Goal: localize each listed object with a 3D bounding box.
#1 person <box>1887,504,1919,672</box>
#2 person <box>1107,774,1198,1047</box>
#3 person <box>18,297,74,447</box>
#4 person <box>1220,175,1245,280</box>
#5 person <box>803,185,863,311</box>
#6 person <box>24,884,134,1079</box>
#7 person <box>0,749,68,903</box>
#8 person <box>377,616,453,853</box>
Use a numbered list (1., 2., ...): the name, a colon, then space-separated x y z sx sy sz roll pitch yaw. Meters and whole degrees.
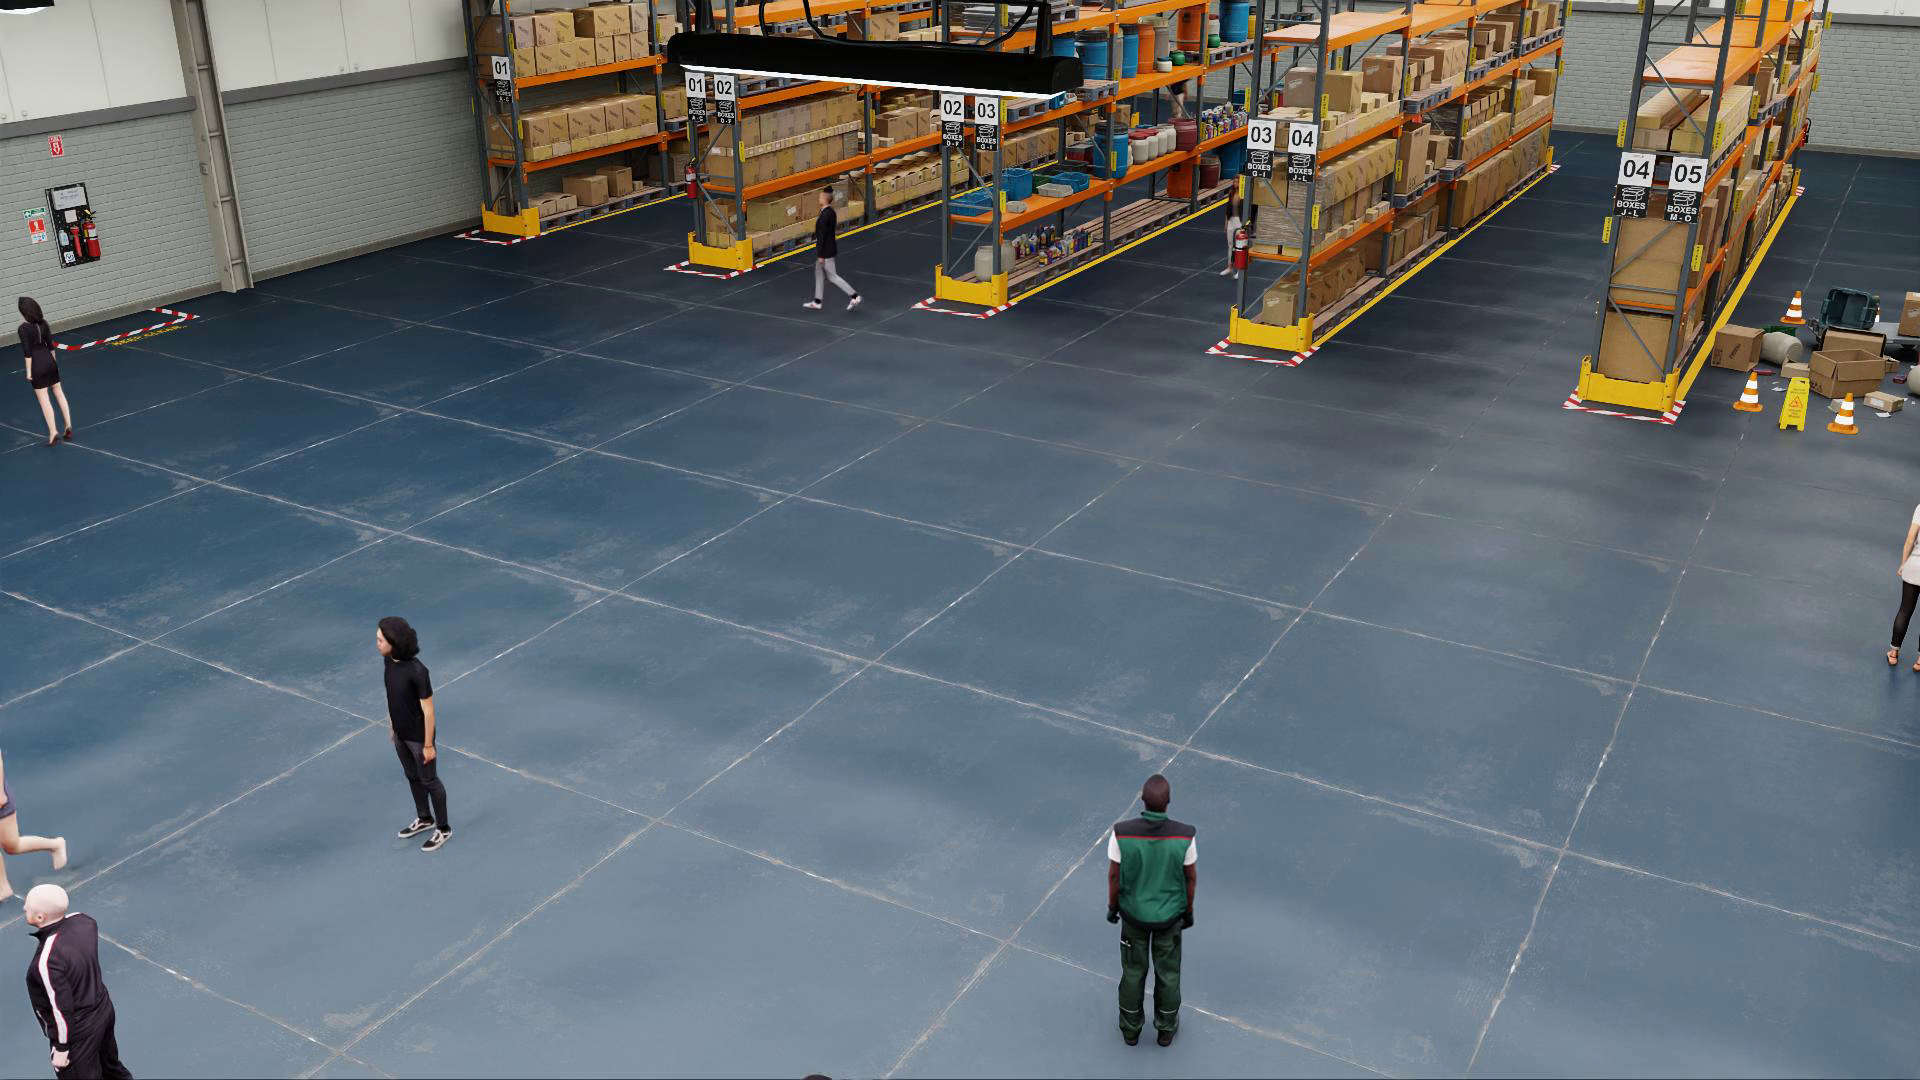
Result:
1. person: 8.463 0.267 14.534 0.656 1.825 0.594 19 30 38
2. person: 1.146 2.215 9.934 0.773 1.839 0.754 3 23 6
3. person: -11.012 -2.033 19.970 0.686 1.804 0.499 7 24 17
4. person: 4.600 -5.207 27.563 0.656 1.701 0.599 20 30 39
5. person: -1.943 -4.438 25.477 1.066 1.919 1.242 3 23 7
6. person: -4.719 2.632 8.956 0.818 1.837 0.723 -2 23 -6
7. person: -6.573 1.717 11.376 0.663 1.627 0.872 9 25 21
8. person: -3.924 1.356 11.962 0.671 1.834 0.578 18 29 37
